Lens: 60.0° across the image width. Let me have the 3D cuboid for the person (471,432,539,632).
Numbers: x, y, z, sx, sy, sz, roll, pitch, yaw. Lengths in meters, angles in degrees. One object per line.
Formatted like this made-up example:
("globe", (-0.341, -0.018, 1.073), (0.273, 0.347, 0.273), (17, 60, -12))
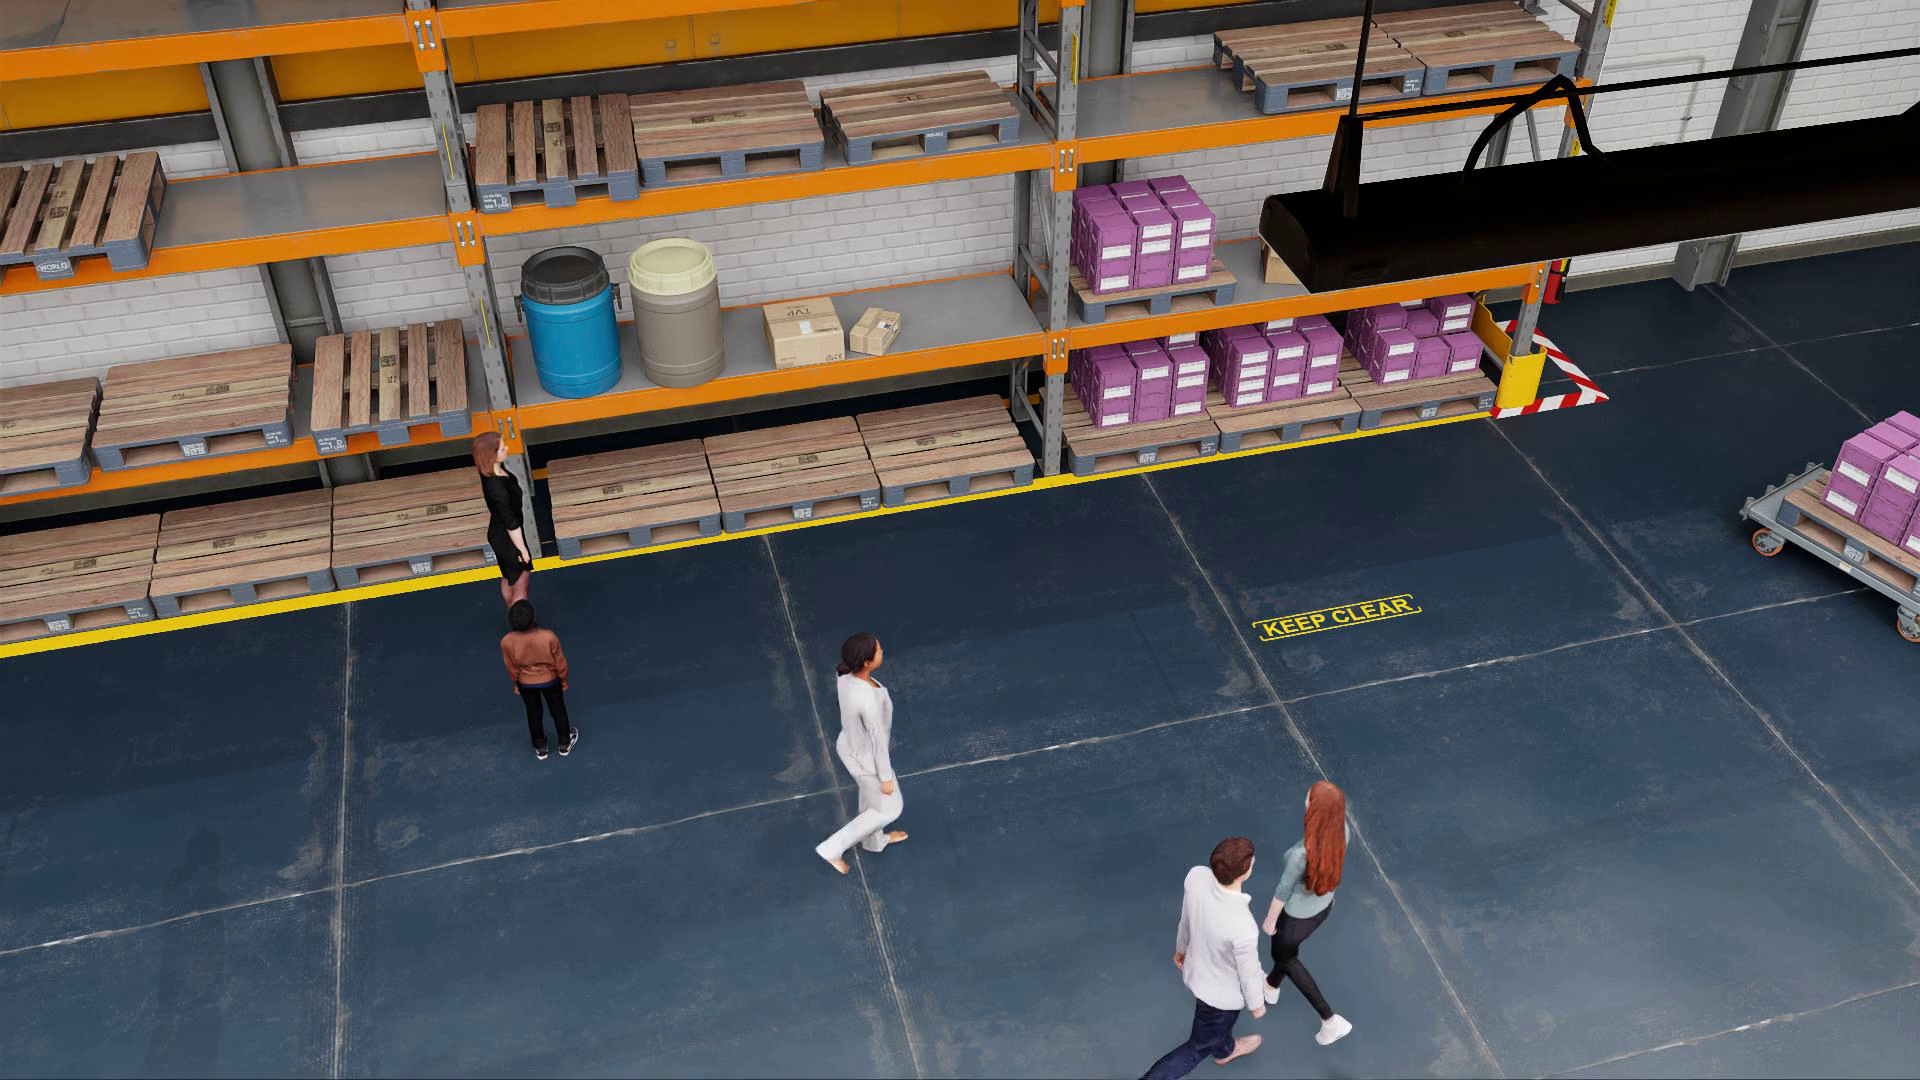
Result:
("person", (-2.998, 0.000, 11.039), (0.573, 1.707, 0.631), (-19, 42, -22))

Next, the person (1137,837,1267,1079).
("person", (1.187, 2.193, 8.204), (1.193, 1.818, 0.768), (-14, 41, -17))

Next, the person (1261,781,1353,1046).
("person", (1.820, 1.956, 8.572), (0.998, 1.727, 0.897), (-26, 45, -29))

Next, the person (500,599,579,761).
("person", (-2.620, 0.863, 10.321), (0.461, 1.254, 0.611), (-3, 39, -4))

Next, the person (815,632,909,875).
("person", (-0.598, 1.249, 9.465), (0.875, 1.719, 0.706), (-15, 41, -18))
